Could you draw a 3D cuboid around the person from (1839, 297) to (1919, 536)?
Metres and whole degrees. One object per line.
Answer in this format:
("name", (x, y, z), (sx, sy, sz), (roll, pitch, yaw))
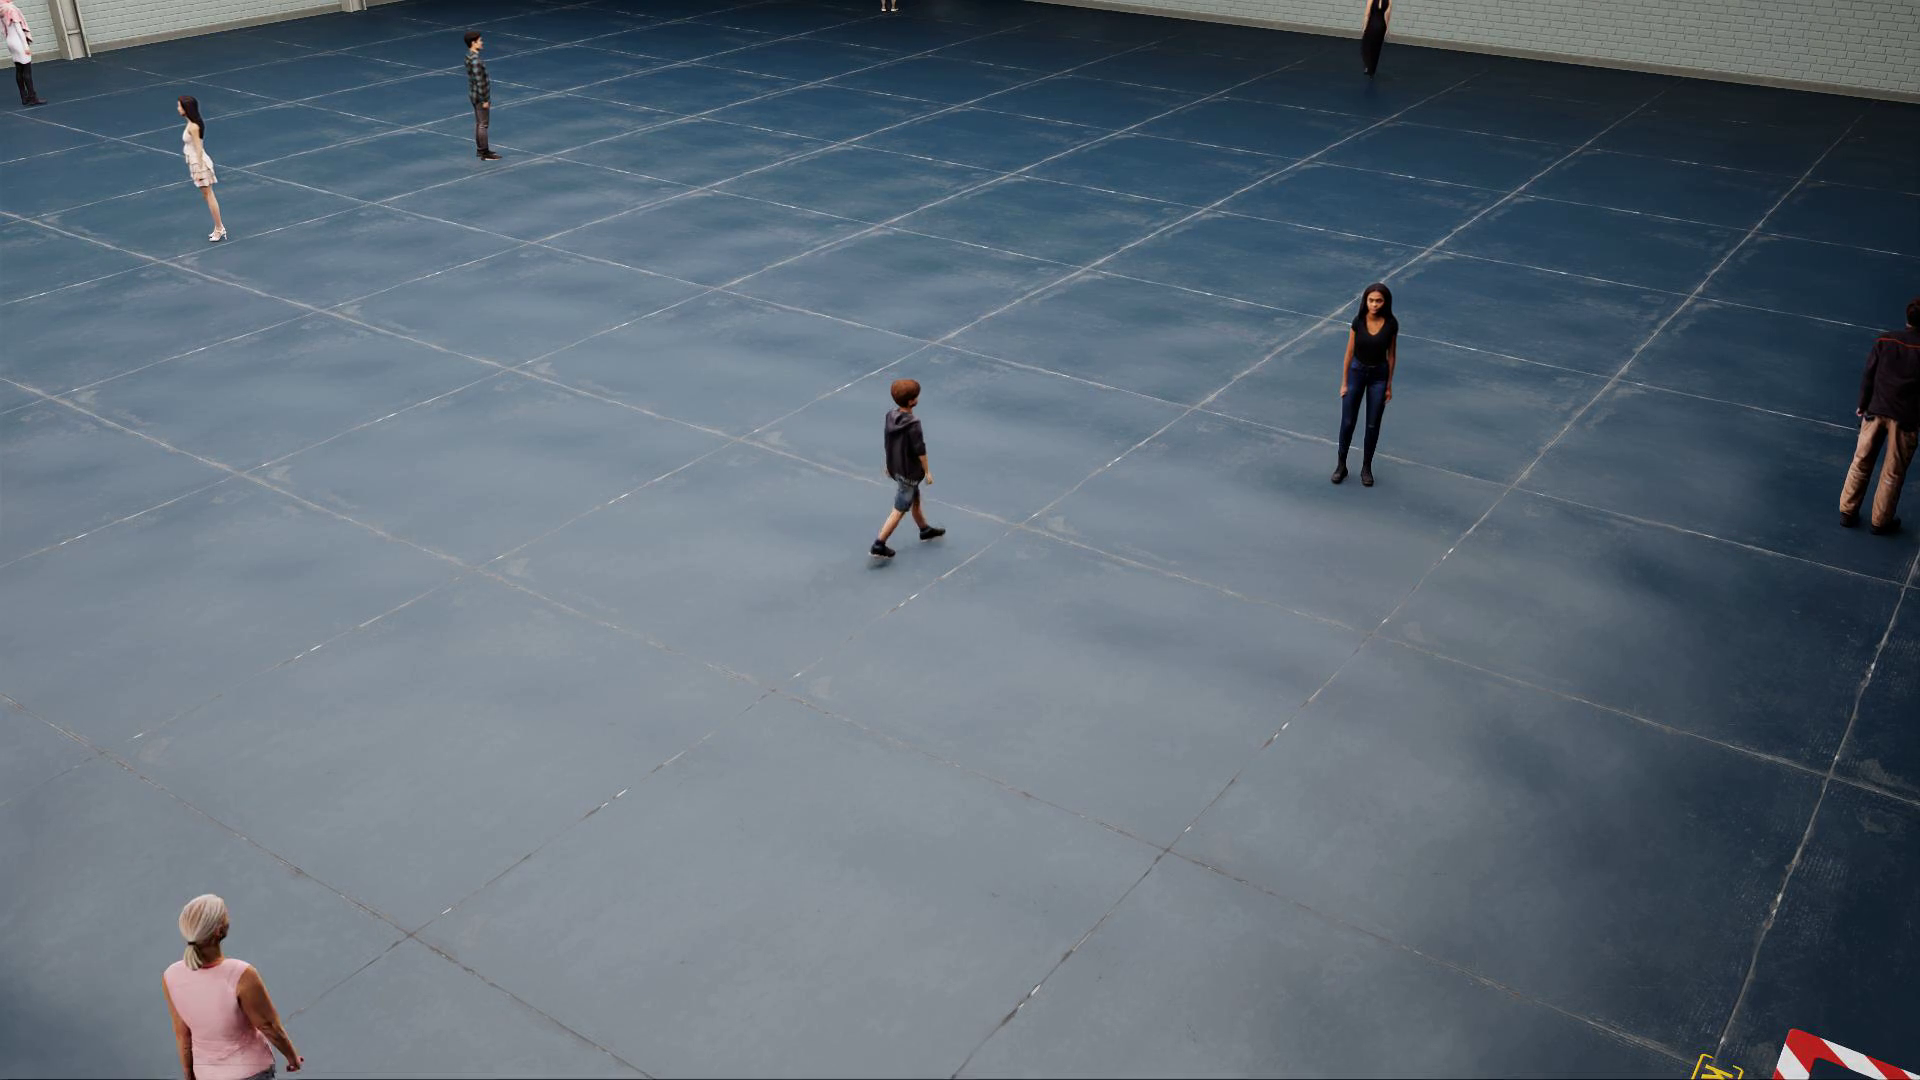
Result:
("person", (7.243, -0.972, 12.919), (0.663, 1.925, 0.735), (-24, 36, -39))

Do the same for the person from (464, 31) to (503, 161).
("person", (-6.565, -6.073, 22.680), (0.703, 1.715, 0.745), (-13, 30, -24))

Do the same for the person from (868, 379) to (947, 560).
("person", (-0.457, -0.501, 12.566), (1.047, 1.412, 0.747), (-19, 33, -33))

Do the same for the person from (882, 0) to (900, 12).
("person", (-1.475, -11.701, 34.055), (0.672, 1.651, 0.681), (2, 27, 5))

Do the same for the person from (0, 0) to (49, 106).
("person", (-14.954, -7.835, 26.381), (0.630, 1.803, 0.587), (16, 31, 28))

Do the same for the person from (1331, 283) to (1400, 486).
("person", (3.368, -1.297, 13.755), (0.647, 1.738, 0.650), (6, 28, 12))

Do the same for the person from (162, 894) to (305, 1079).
("person", (-3.033, 2.276, 6.878), (0.949, 1.681, 1.220), (3, 27, 6))

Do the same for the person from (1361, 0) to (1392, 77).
("person", (7.054, -8.637, 28.169), (0.711, 1.592, 0.754), (-2, 27, -4))

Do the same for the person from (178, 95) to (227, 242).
("person", (-9.046, -4.434, 19.850), (0.691, 1.735, 0.667), (-10, 29, -19))
